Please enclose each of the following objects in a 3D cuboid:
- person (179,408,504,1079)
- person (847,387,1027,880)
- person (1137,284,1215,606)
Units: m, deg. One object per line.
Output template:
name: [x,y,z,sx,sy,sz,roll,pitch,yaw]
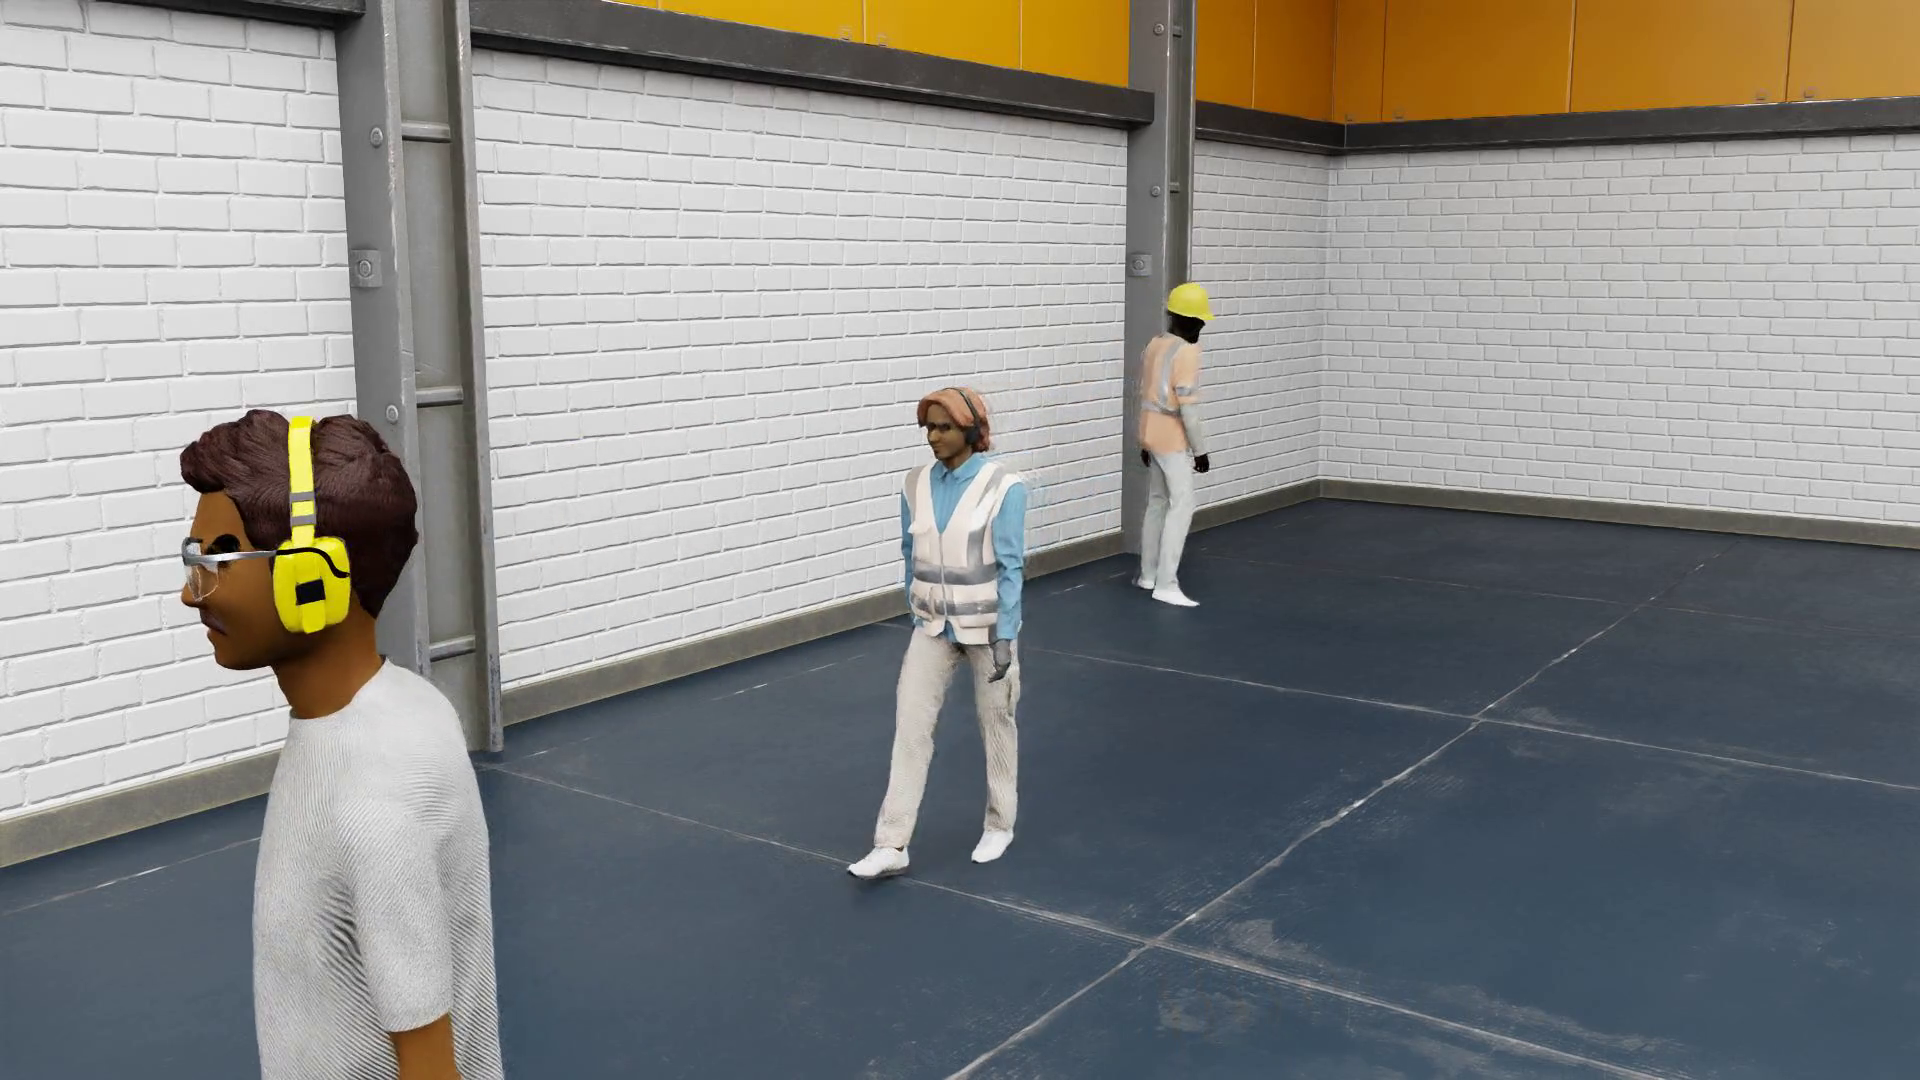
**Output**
person: [-0.673,0.780,1.904,0.311,1.868,0.534,-4,10,-21]
person: [-0.039,0.322,5.394,0.531,1.607,0.776,6,11,32]
person: [1.251,-0.579,10.011,0.381,1.905,0.746,-2,10,-12]
